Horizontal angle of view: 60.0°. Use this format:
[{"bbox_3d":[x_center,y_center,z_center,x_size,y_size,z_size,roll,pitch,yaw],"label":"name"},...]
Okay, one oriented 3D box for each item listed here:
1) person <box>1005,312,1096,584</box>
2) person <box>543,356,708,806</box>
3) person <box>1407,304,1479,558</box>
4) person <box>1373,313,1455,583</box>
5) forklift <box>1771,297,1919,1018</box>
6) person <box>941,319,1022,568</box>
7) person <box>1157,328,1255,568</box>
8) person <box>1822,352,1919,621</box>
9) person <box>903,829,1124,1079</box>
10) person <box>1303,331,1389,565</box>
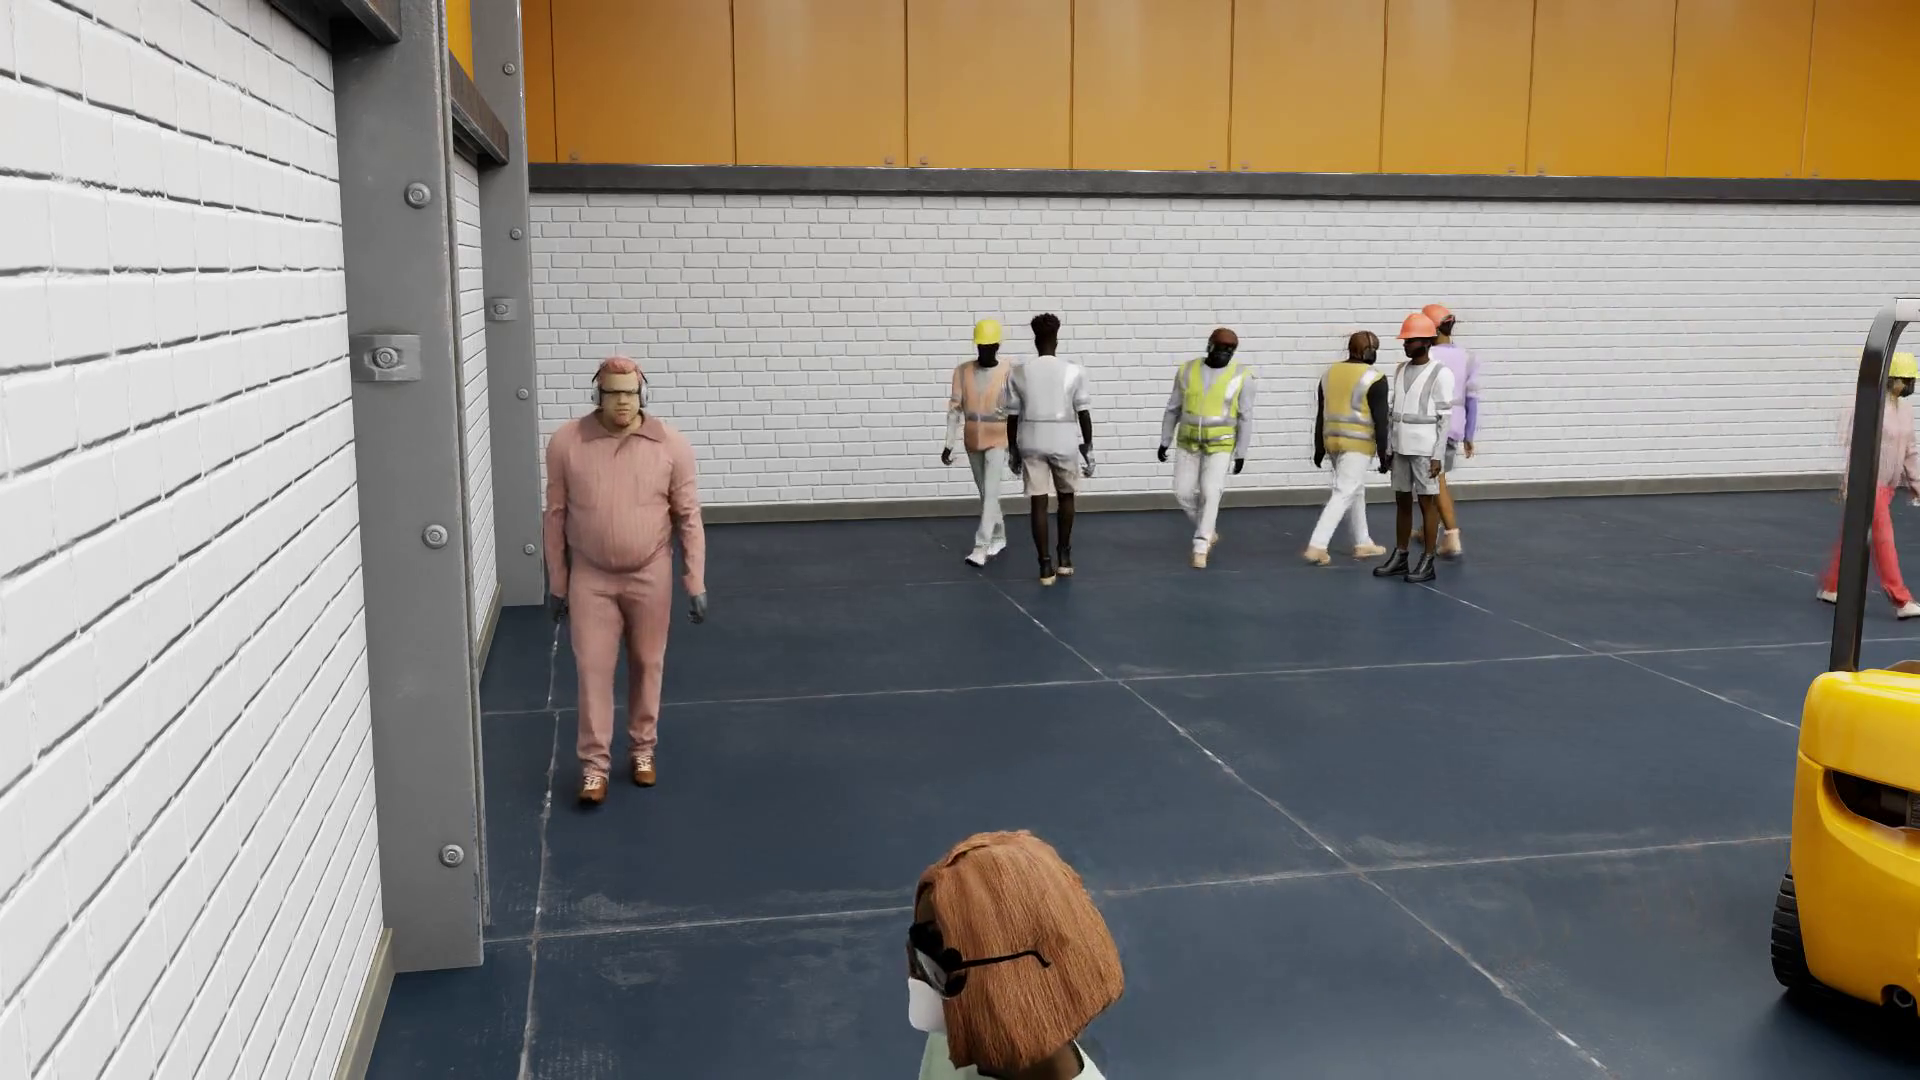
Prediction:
[{"bbox_3d":[0.659,-0.673,12.084,0.661,1.936,0.729,1,9,6],"label":"person"},{"bbox_3d":[-1.419,0.173,7.088,0.688,1.894,0.634,-2,10,-12],"label":"person"},{"bbox_3d":[3.805,-0.868,13.179,0.606,1.986,1.002,-3,10,-19],"label":"person"},{"bbox_3d":[3.274,-0.660,12.015,0.371,1.938,0.553,-6,11,-31],"label":"person"},{"bbox_3d":[3.542,0.334,5.177,2.313,2.155,1.214,-9,13,-43],"label":"forklift"},{"bbox_3d":[0.201,-0.752,12.788,0.593,1.873,1.007,5,10,26],"label":"person"},{"bbox_3d":[1.875,-0.701,12.650,0.699,1.814,0.553,4,10,24],"label":"person"},{"bbox_3d":[6.031,-0.350,10.787,0.546,1.718,0.903,-5,11,-30],"label":"person"},{"bbox_3d":[-0.047,1.144,2.040,0.708,1.610,0.510,-3,10,-16],"label":"person"},{"bbox_3d":[2.973,-0.705,12.761,0.912,1.799,0.642,-6,11,-31],"label":"person"}]
